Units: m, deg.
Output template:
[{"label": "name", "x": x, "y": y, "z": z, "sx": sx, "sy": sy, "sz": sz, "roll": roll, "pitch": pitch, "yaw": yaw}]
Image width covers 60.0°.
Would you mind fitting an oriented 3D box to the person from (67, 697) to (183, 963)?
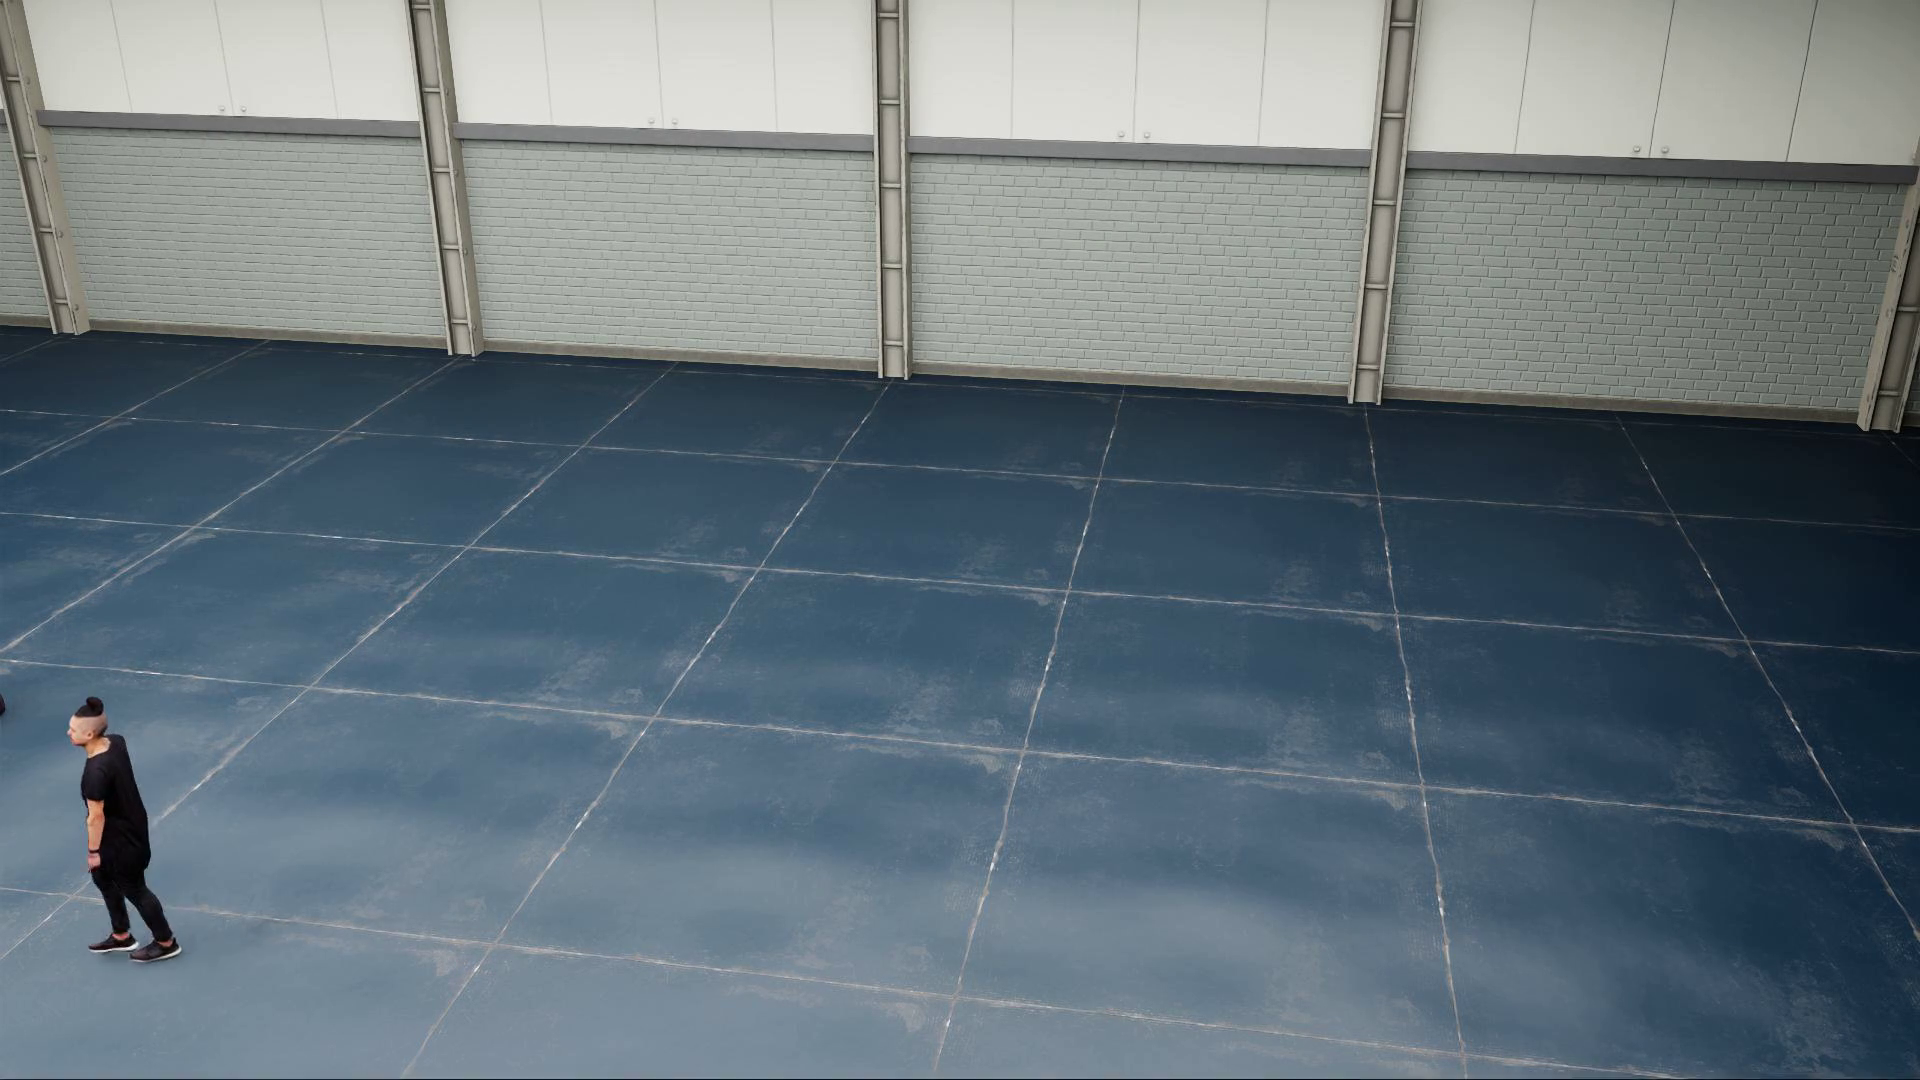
[{"label": "person", "x": -5.062, "y": 1.774, "z": 10.176, "sx": 0.933, "sy": 1.848, "sz": 0.869, "roll": -7, "pitch": 24, "yaw": -15}]
